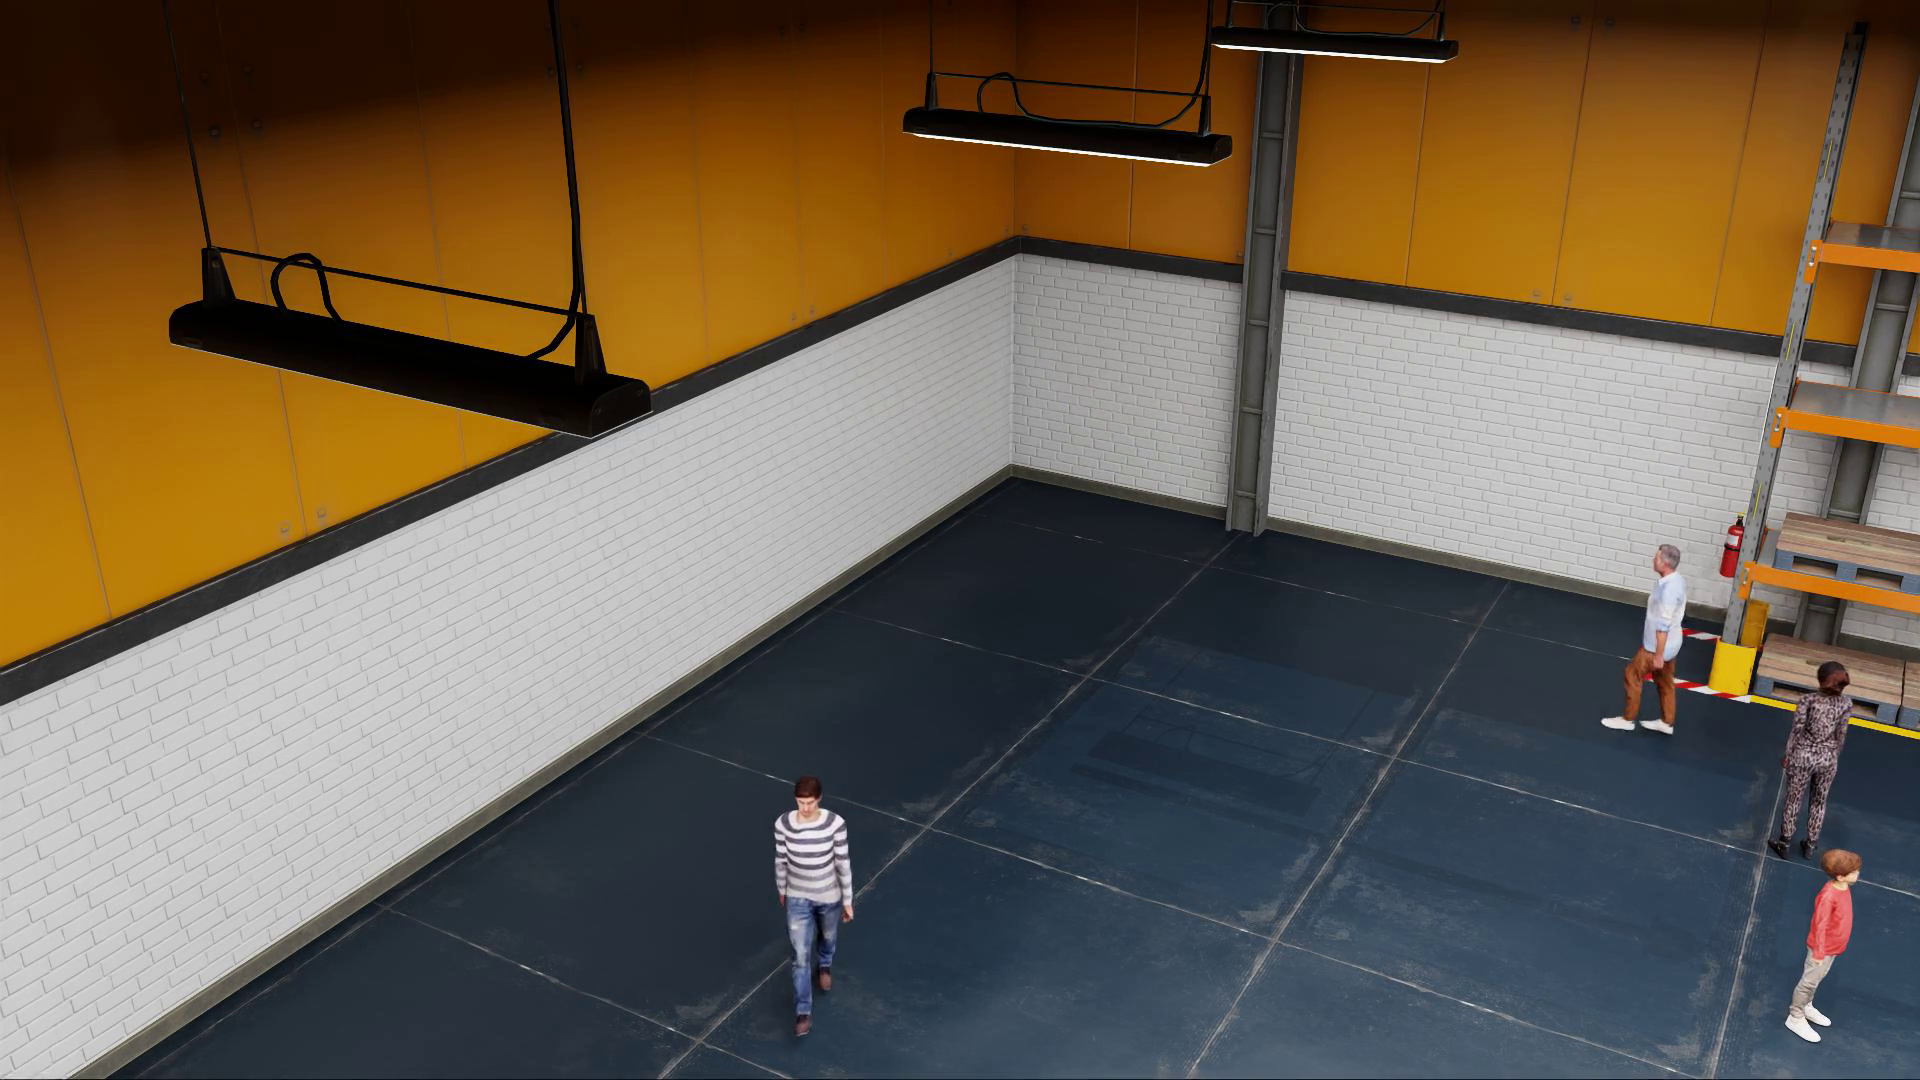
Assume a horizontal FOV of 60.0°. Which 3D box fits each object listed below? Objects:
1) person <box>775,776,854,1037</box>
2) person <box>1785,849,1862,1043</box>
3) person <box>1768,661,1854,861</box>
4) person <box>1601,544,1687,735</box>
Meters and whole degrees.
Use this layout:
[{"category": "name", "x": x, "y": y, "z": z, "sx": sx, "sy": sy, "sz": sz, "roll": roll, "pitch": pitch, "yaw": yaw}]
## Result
[{"category": "person", "x": -0.988, "y": 2.366, "z": 11.384, "sx": 1.169, "sy": 1.809, "sz": 1.121, "roll": -2, "pitch": 24, "yaw": -3}, {"category": "person", "x": 5.797, "y": 2.682, "z": 11.155, "sx": 0.565, "sy": 1.413, "sz": 0.572, "roll": 21, "pitch": 31, "yaw": 40}, {"category": "person", "x": 6.659, "y": 1.717, "z": 12.983, "sx": 0.608, "sy": 1.718, "sz": 0.714, "roll": 3, "pitch": 24, "yaw": 6}, {"category": "person", "x": 6.276, "y": 0.925, "z": 14.688, "sx": 0.803, "sy": 1.802, "sz": 0.694, "roll": 13, "pitch": 27, "yaw": 27}]
